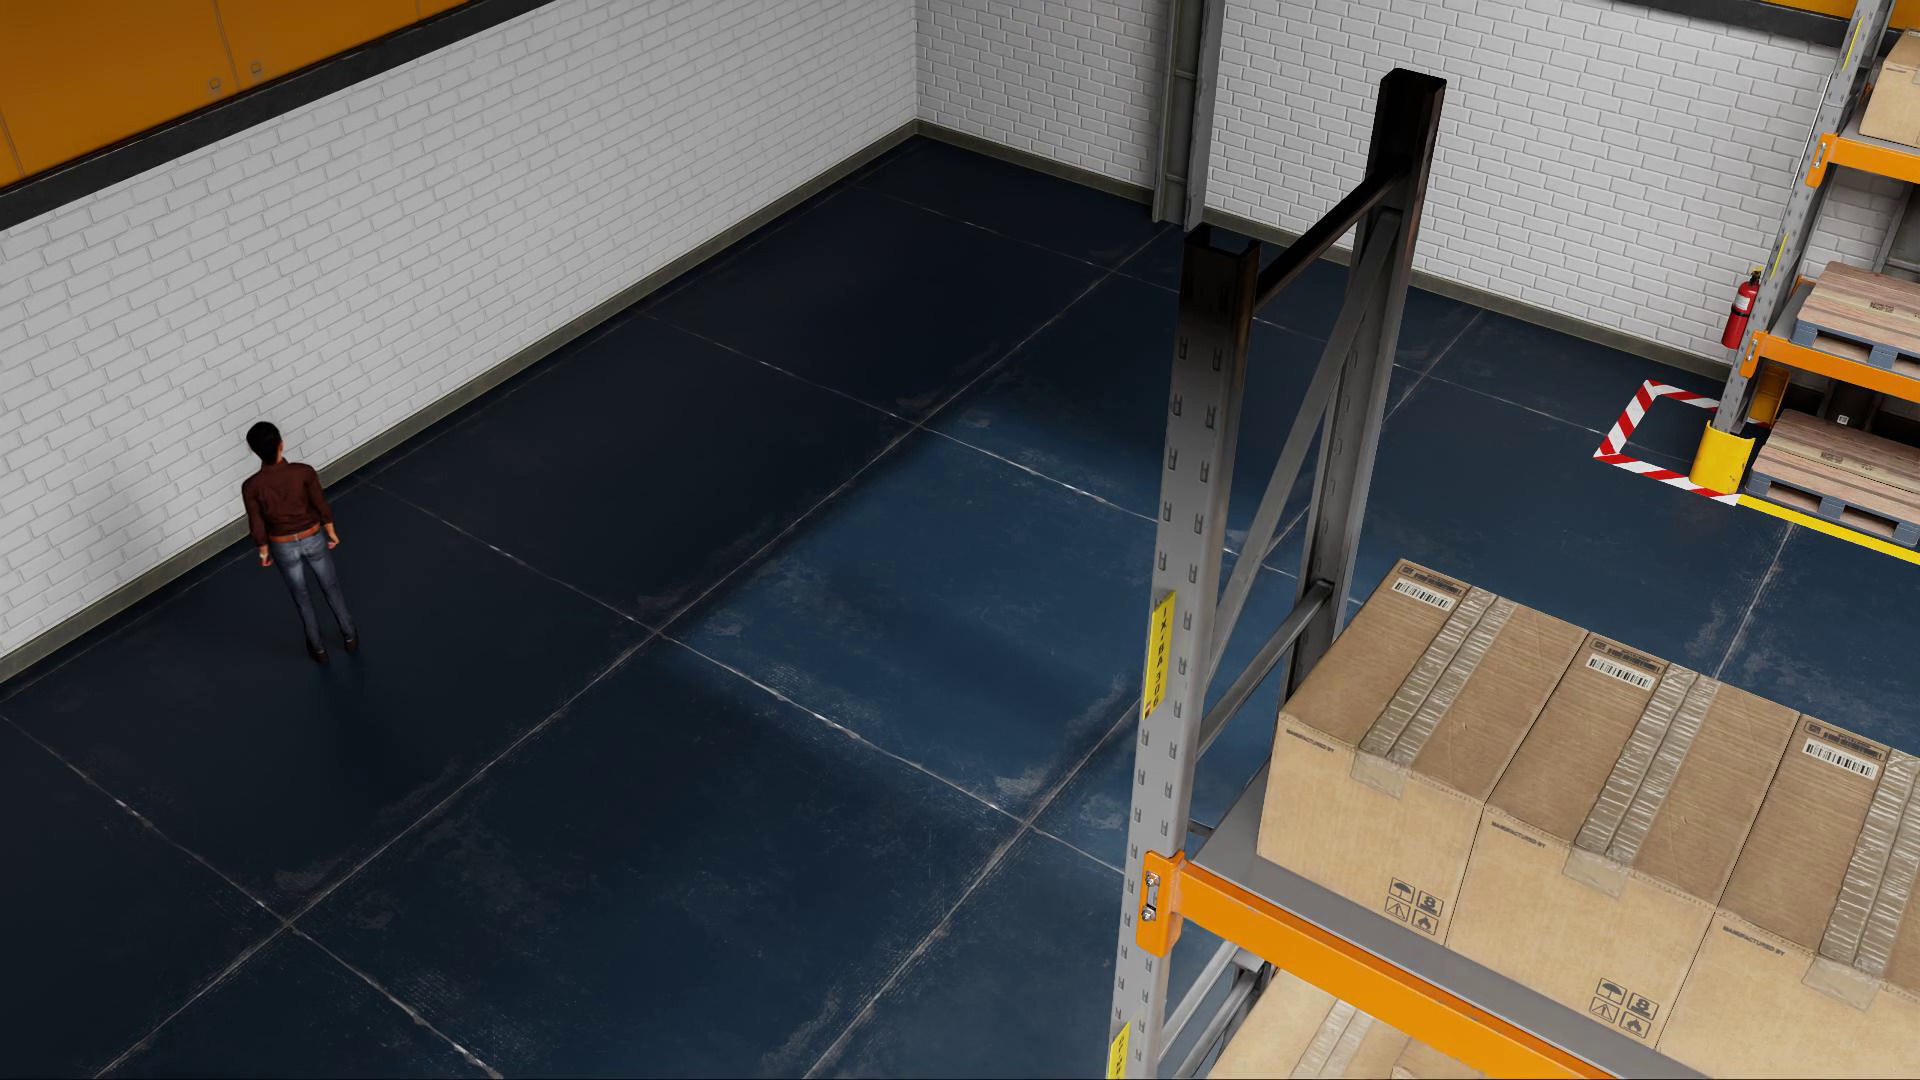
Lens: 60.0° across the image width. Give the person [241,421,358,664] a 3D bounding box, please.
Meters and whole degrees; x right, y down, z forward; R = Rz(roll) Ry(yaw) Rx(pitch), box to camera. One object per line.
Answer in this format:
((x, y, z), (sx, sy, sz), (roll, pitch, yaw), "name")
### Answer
((-4.207, 0.025, 10.580), (0.716, 1.776, 0.665), (-21, 43, -24), "person")
